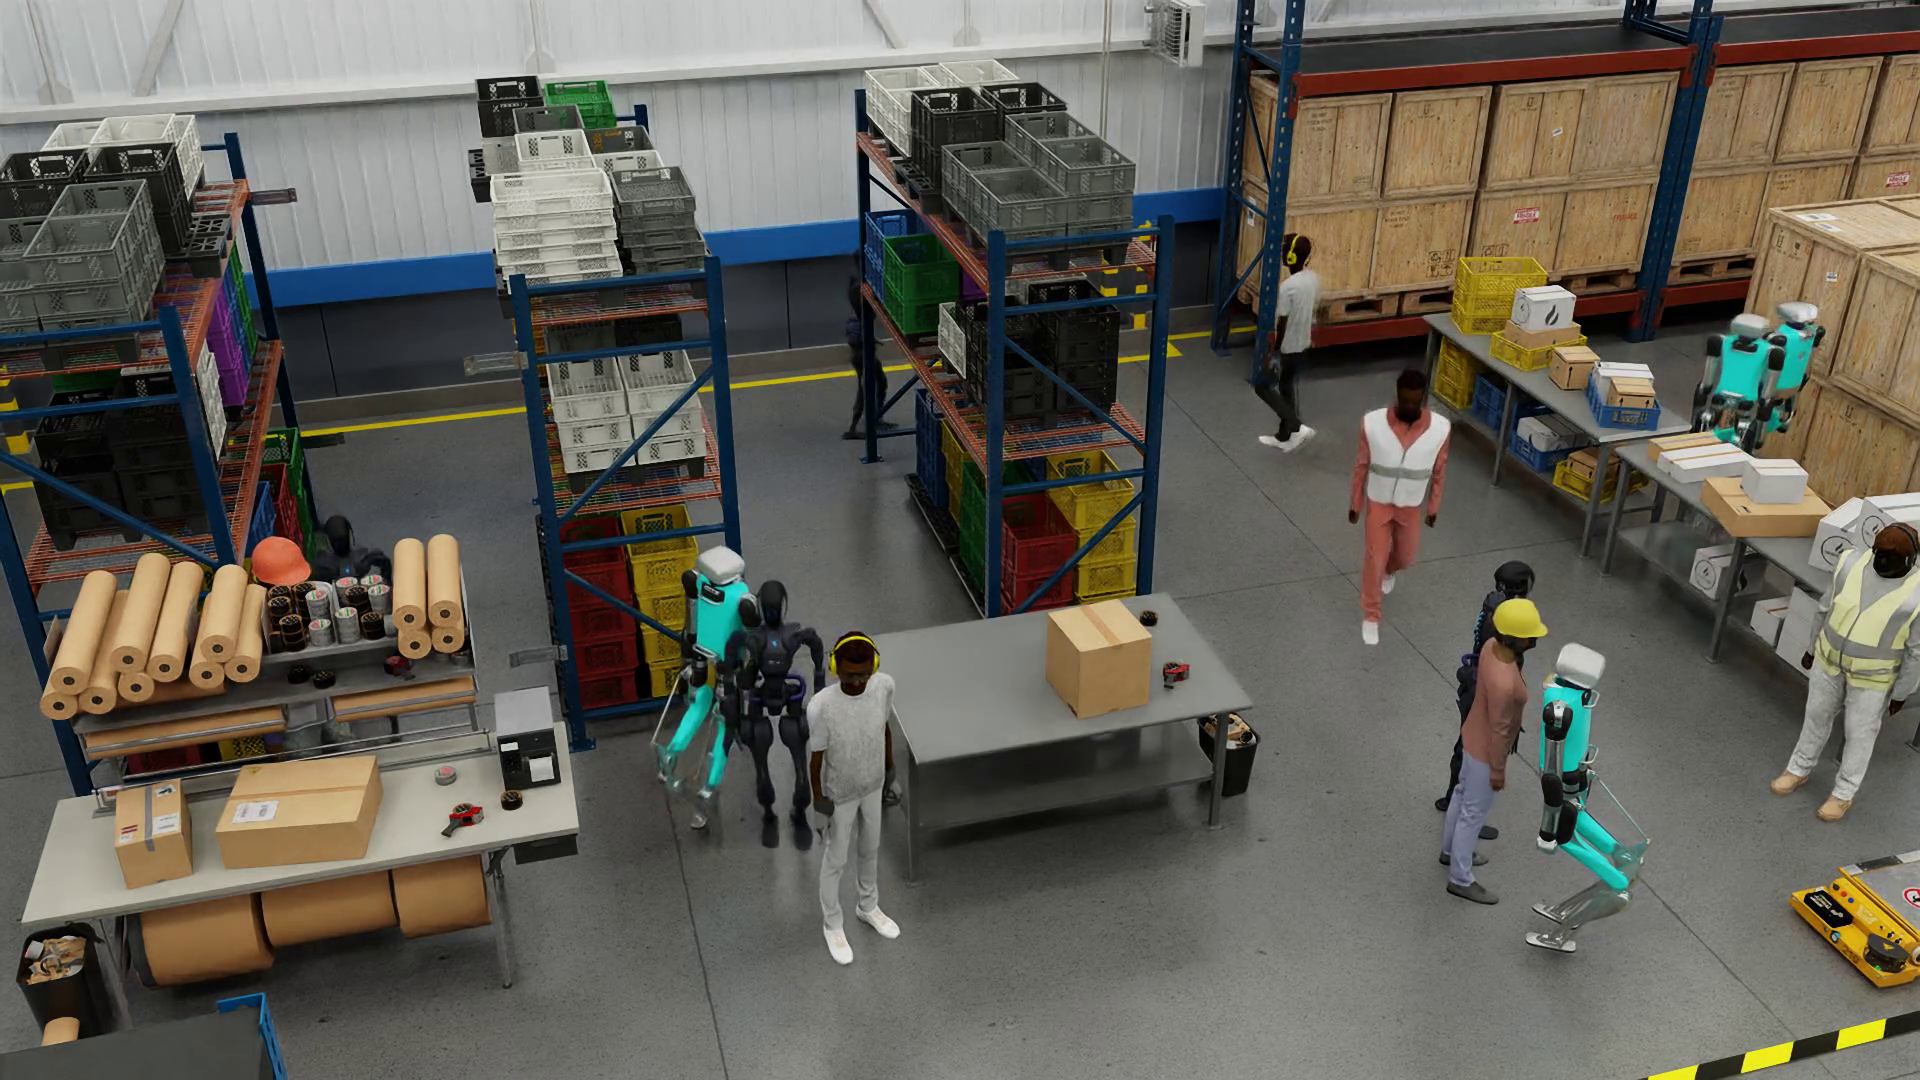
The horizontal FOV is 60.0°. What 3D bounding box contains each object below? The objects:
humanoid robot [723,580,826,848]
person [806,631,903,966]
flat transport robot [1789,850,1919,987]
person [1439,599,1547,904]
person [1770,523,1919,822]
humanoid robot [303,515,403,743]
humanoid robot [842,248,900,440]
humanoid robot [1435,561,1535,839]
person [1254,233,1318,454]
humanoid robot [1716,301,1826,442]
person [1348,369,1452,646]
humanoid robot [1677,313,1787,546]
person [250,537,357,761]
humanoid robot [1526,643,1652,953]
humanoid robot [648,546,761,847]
[{"bbox_3d":[-0.988,0.953,8.966,0.599,1.651,0.333,-5,29,-8],"label":"humanoid robot"},{"bbox_3d":[-0.507,1.251,8.231,0.507,1.863,0.329,-20,34,-32],"label":"person"},{"bbox_3d":[5.163,1.916,8.676,1.431,0.231,0.659,-8,30,-14],"label":"flat transport robot"},{"bbox_3d":[2.773,1.076,8.652,0.329,1.765,0.530,4,29,8],"label":"person"},{"bbox_3d":[4.988,0.716,9.241,0.429,1.834,0.630,-17,33,-28],"label":"person"},{"bbox_3d":[-3.584,0.514,9.819,0.602,1.610,0.752,-16,33,-27],"label":"humanoid robot"},{"bbox_3d":[-0.744,-1.608,13.628,0.513,1.639,0.584,-4,29,-7],"label":"humanoid robot"},{"bbox_3d":[2.907,0.852,9.136,0.315,1.655,0.599,-2,29,-4],"label":"humanoid robot"},{"bbox_3d":[2.650,-1.543,13.321,0.477,1.859,0.510,23,36,36],"label":"person"},{"bbox_3d":[5.891,-1.004,12.420,0.530,1.755,0.680,-13,31,-23],"label":"humanoid robot"},{"bbox_3d":[2.875,-0.282,10.991,0.594,1.901,0.696,4,29,7],"label":"person"},{"bbox_3d":[5.407,-0.710,11.870,0.543,1.728,0.718,21,35,33],"label":"humanoid robot"},{"bbox_3d":[-3.396,0.883,8.715,0.372,2.043,0.610,16,33,27],"label":"person"},{"bbox_3d":[3.115,1.315,8.102,0.735,1.681,0.533,16,32,26],"label":"humanoid robot"},{"bbox_3d":[-1.417,0.986,8.964,0.568,1.904,0.725,20,35,32],"label":"humanoid robot"}]
